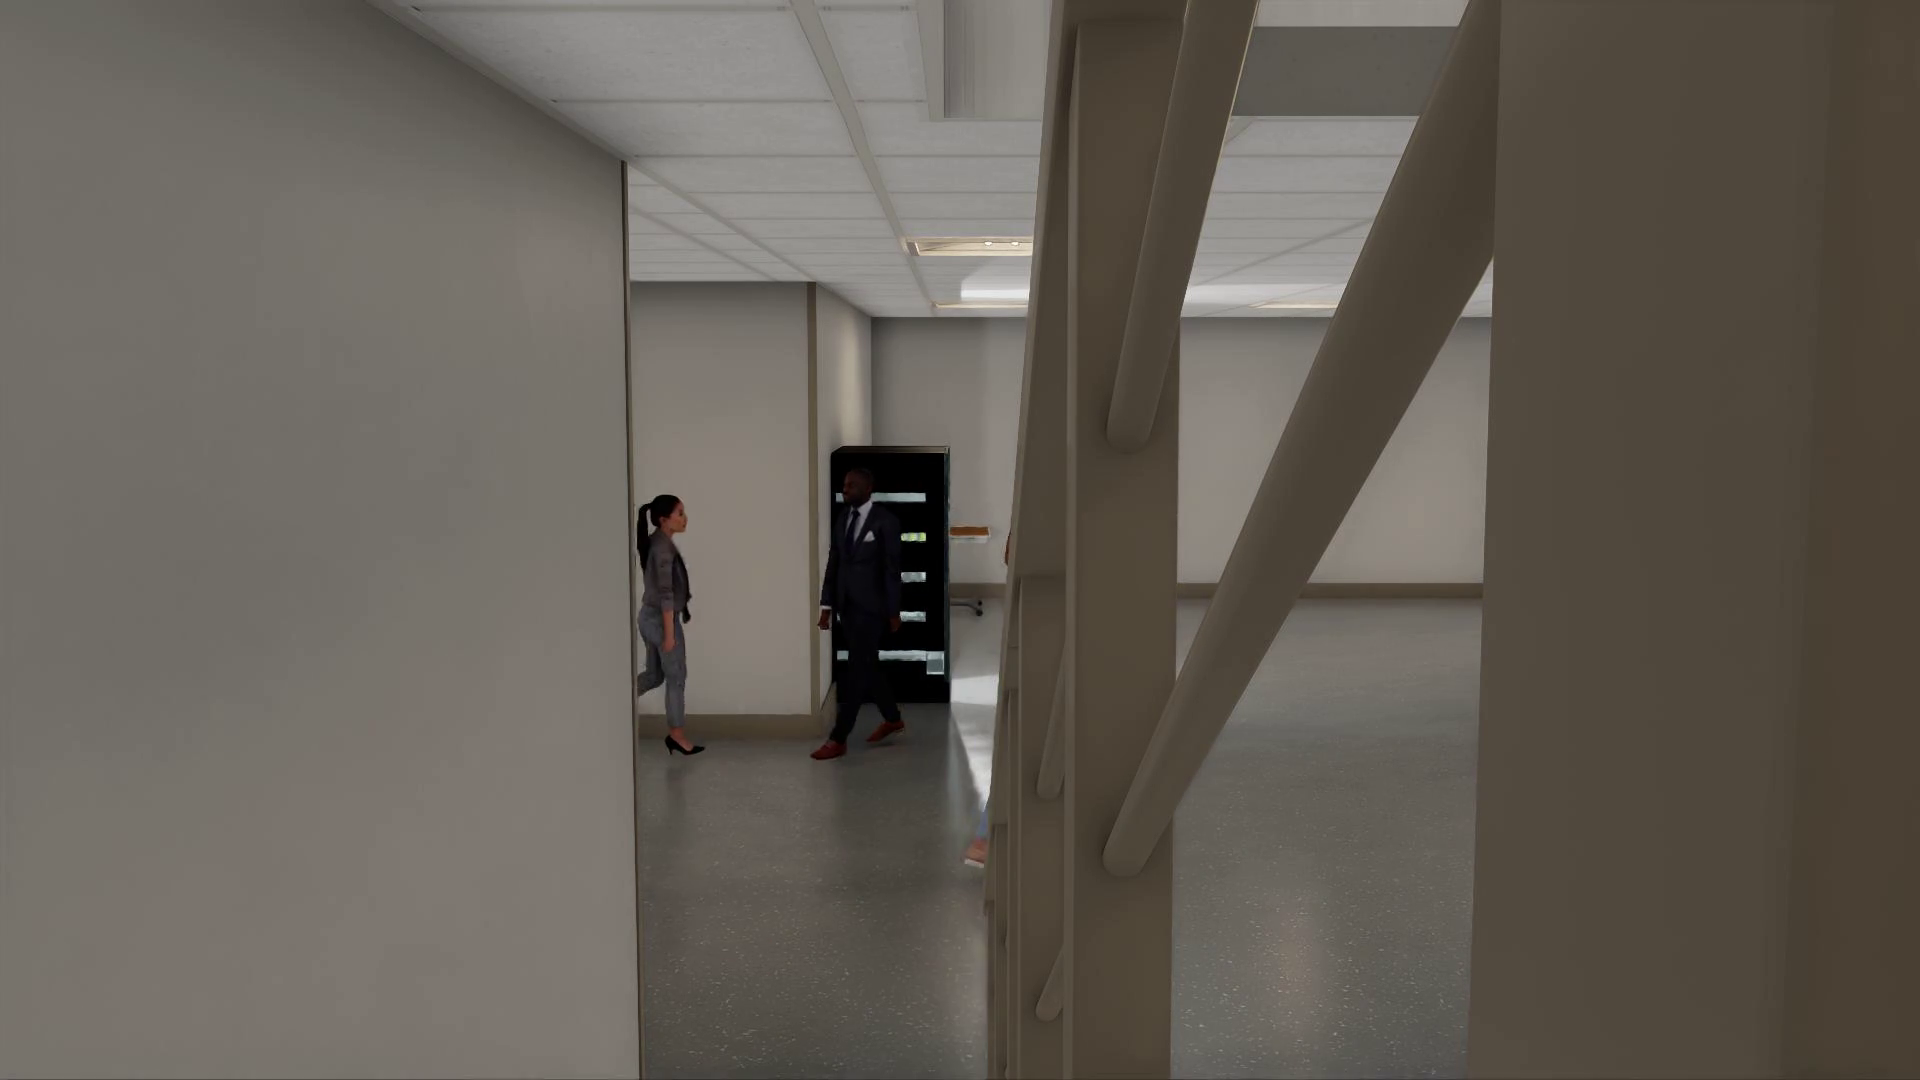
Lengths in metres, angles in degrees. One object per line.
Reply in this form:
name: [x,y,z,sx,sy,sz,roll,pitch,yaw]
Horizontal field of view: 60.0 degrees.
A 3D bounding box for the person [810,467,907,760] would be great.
person: [-0.560,0.459,10.558,1.155,1.779,1.227,5,8,44]
